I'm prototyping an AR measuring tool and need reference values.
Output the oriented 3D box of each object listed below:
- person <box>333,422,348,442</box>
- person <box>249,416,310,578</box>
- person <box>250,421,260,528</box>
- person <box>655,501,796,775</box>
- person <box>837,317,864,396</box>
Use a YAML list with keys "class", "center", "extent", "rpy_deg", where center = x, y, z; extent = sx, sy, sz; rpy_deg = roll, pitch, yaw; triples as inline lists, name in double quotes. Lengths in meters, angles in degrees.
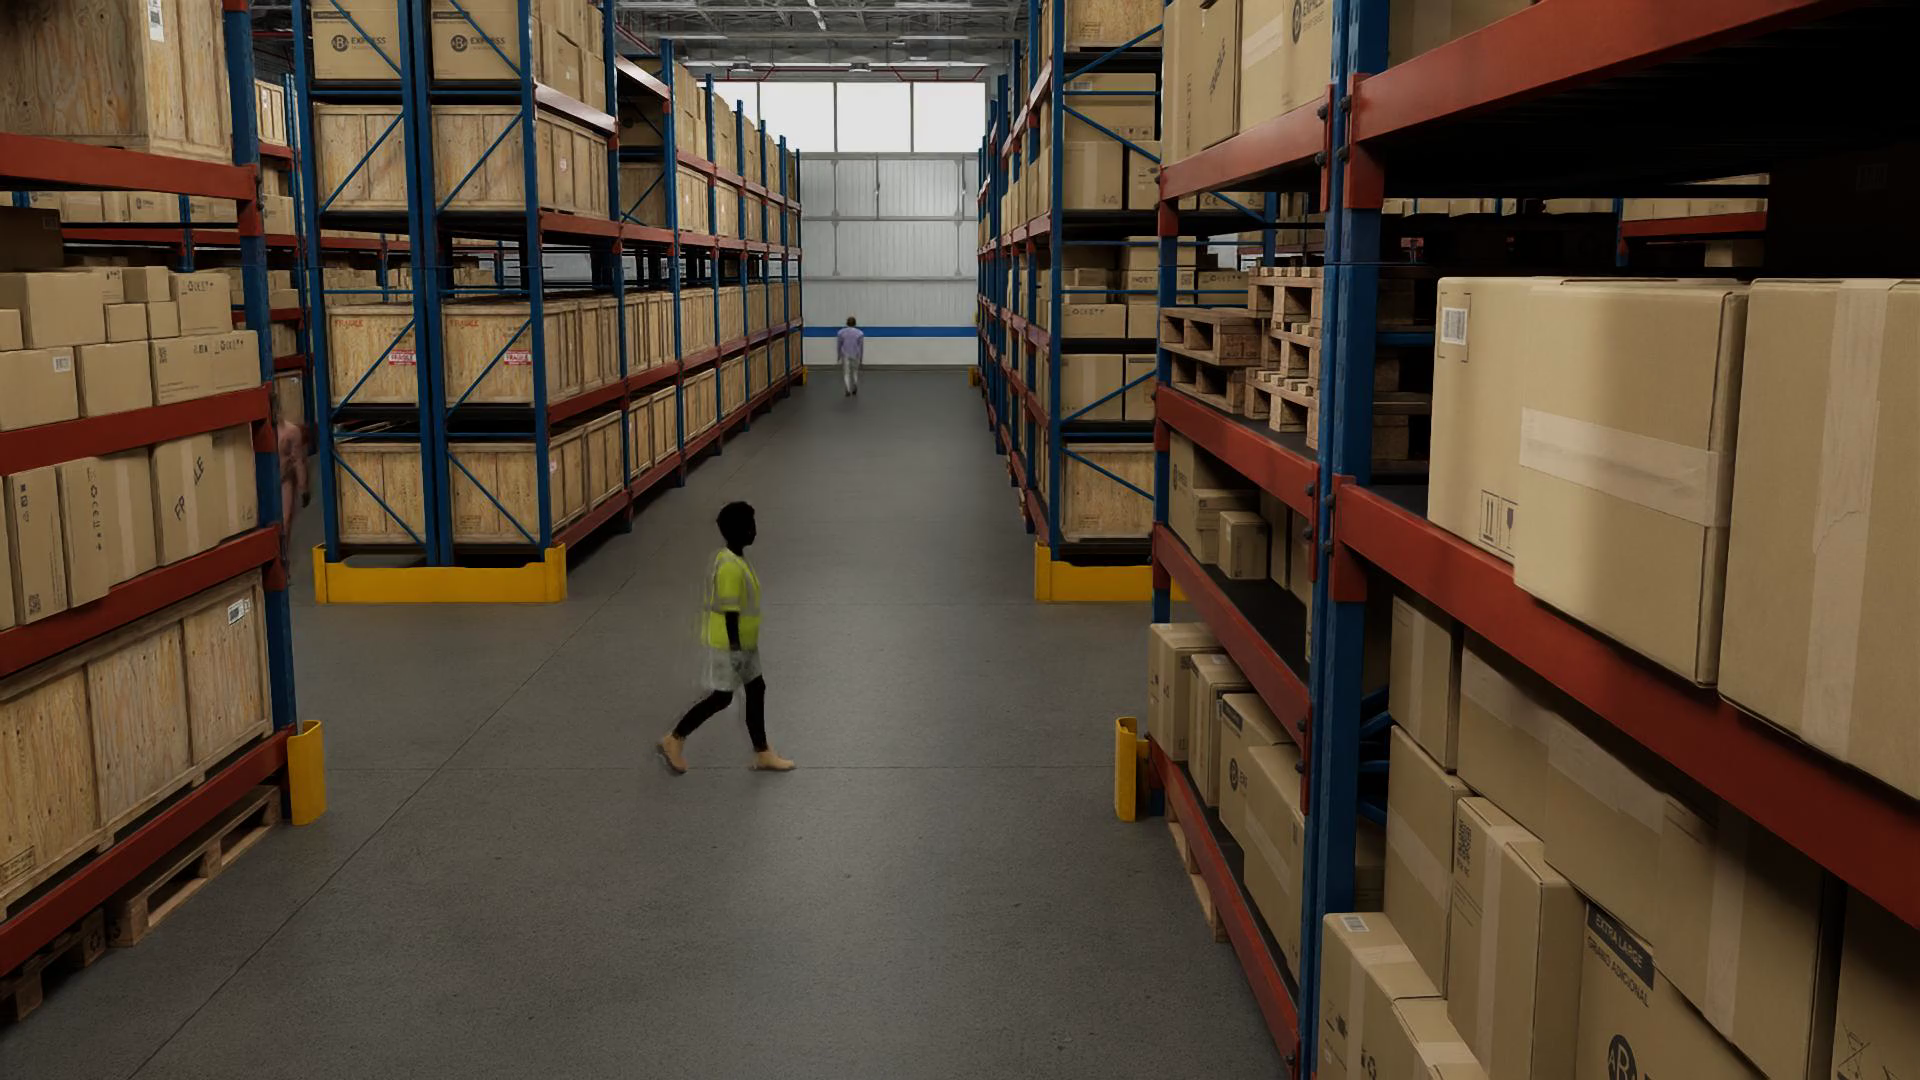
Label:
- class: "person"
  center: [-9.846, -2.076, 26.136]
  extent: [0.393, 1.717, 0.528]
  rpy_deg: [4, 10, 21]
- class: "person"
  center: [-6.586, -0.456, 15.802]
  extent: [0.660, 1.847, 0.993]
  rpy_deg: [0, 9, -2]
- class: "person"
  center: [-8.123, -0.997, 18.974]
  extent: [0.672, 1.894, 0.423]
  rpy_deg: [-2, 9, -9]
- class: "person"
  center: [-1.422, 0.593, 9.919]
  extent: [0.773, 1.675, 0.540]
  rpy_deg: [0, 9, 0]
- class: "person"
  center: [-2.613, -4.389, 39.784]
  extent: [0.632, 1.903, 0.970]
  rpy_deg: [-1, 9, -4]
